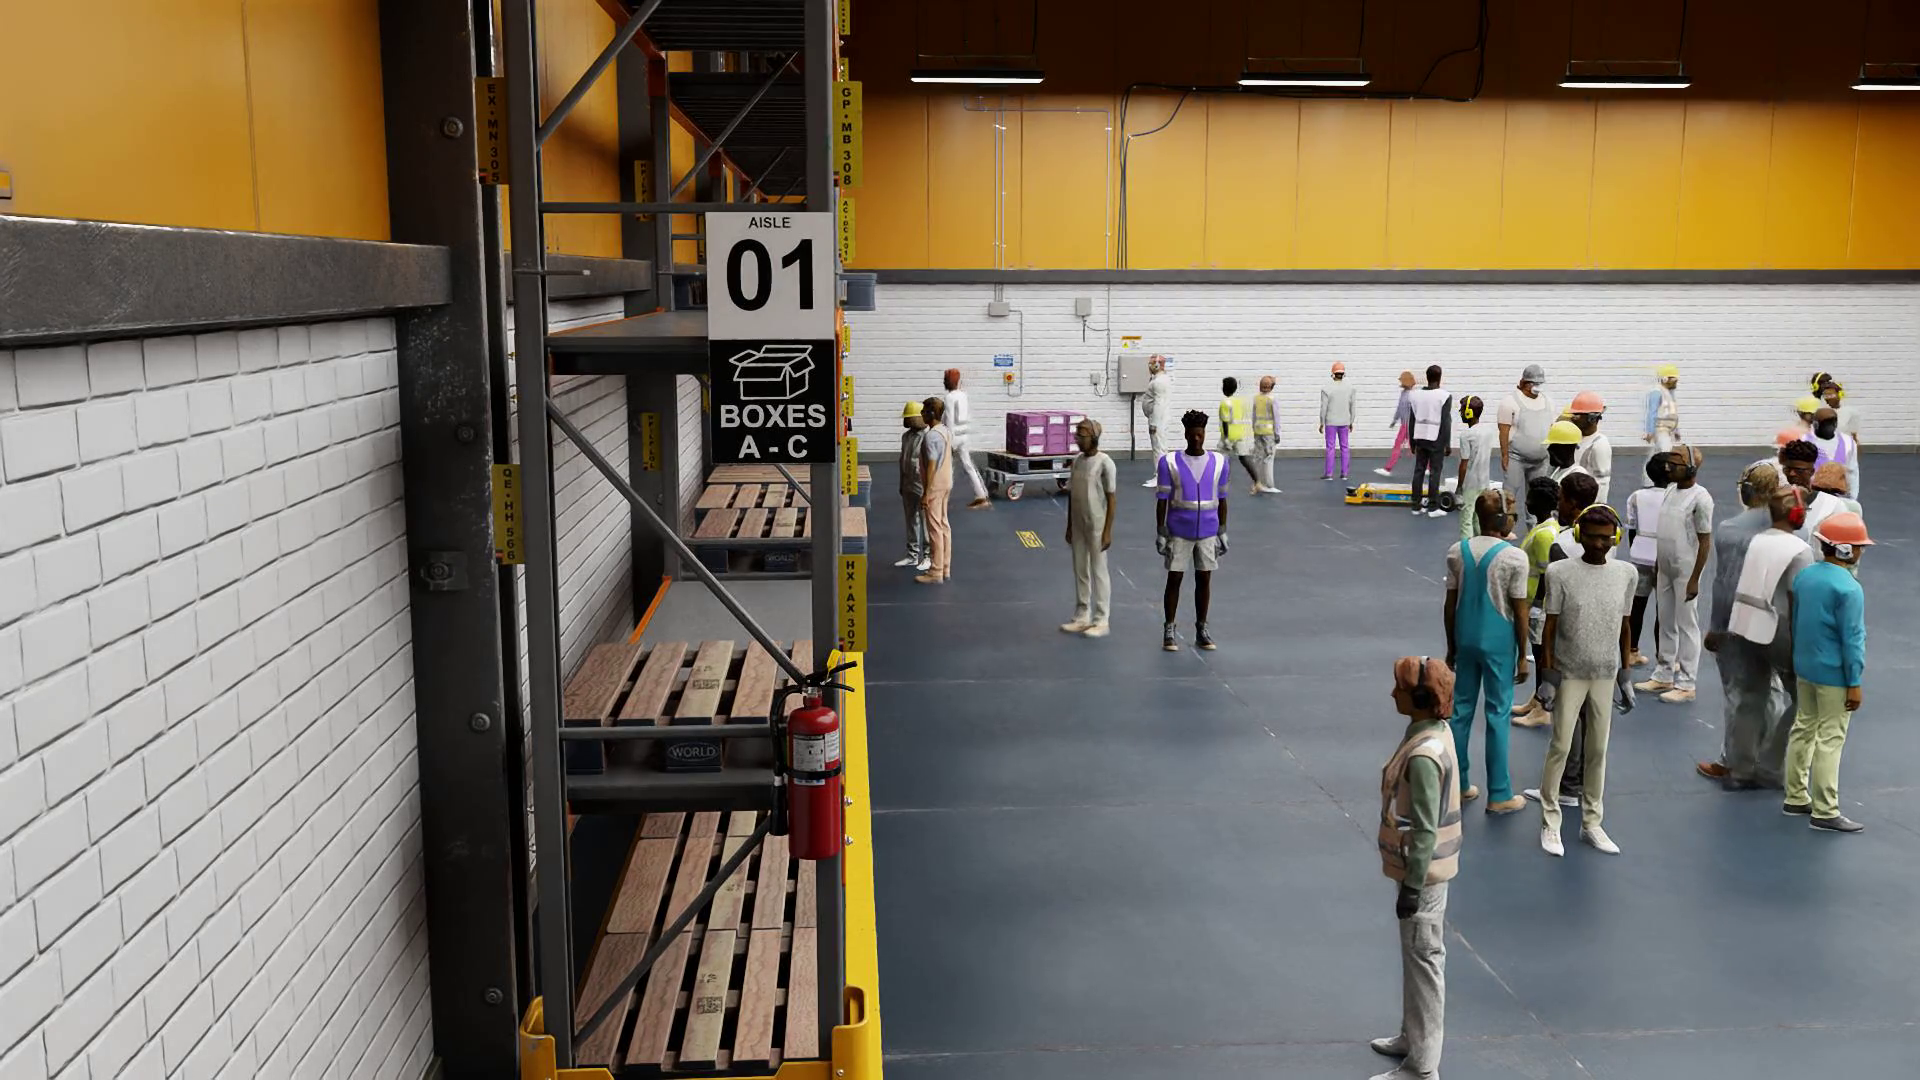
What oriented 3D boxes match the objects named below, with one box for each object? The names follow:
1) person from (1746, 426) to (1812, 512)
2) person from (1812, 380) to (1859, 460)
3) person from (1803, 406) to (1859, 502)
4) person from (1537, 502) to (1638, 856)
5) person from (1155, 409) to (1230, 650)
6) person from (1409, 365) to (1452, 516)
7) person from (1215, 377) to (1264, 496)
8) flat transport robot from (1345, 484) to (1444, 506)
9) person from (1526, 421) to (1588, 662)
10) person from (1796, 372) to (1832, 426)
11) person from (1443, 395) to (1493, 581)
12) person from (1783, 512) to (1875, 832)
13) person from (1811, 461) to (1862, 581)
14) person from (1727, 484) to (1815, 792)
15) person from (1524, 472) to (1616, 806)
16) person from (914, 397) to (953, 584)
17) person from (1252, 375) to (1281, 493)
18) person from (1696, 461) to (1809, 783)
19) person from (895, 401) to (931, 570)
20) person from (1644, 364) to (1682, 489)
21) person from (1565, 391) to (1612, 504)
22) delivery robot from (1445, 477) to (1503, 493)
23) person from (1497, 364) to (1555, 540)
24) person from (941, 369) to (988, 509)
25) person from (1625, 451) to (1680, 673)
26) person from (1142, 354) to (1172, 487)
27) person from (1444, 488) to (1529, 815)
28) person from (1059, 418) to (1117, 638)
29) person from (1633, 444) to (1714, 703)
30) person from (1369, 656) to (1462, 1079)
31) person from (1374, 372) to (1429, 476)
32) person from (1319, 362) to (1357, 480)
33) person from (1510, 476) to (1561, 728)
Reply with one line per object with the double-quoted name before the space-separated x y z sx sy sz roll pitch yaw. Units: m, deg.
"person" 7.208 -0.170 14.777 0.569 1.724 0.691 -2 9 -12
"person" 9.985 -0.902 19.026 0.518 1.843 0.447 9 13 44
"person" 8.278 -0.407 16.045 0.615 1.799 0.951 0 9 0
"person" 3.284 0.727 8.708 0.513 1.865 0.328 -1 9 -4
"person" 1.880 -0.080 13.450 0.614 1.963 0.362 -1 9 -7
"person" 5.922 -1.253 20.992 0.405 1.913 0.602 -8 12 -39
"person" 3.808 -1.406 22.879 0.908 1.667 0.536 9 13 44
"flat transport robot" 5.864 -0.610 22.083 1.431 0.197 0.652 3 9 16
"person" 4.608 0.049 12.762 0.366 1.926 0.594 1 9 4
"person" 10.636 -1.190 20.831 0.545 1.833 0.465 -8 12 -40
"person" 5.033 -0.491 16.380 0.509 1.860 0.333 -8 12 -40
"person" 4.788 0.712 9.141 0.330 1.751 0.563 -1 9 -4
"person" 6.566 0.213 12.655 0.503 1.633 0.280 7 11 36
"person" 4.762 0.587 9.690 0.514 1.824 0.602 -2 9 -10
"person" 3.532 0.566 9.547 0.597 1.917 0.378 -9 13 -44
"person" -0.254 -0.488 16.393 0.345 1.846 0.507 3 10 19
"person" 4.274 -1.472 23.220 0.306 1.639 0.523 -6 11 -32
"person" 4.721 0.494 9.935 0.632 1.940 0.372 -3 10 -21
"person" -0.460 -0.563 17.185 0.318 1.741 0.492 -9 13 -44
"person" 9.777 -1.499 22.845 0.759 1.804 0.627 9 13 44
"person" 5.353 -0.256 14.318 0.373 2.042 0.614 0 9 1
"delivery robot" 6.554 -0.658 21.204 0.477 0.478 0.707 -7 11 -38
"person" 6.518 -1.011 19.066 0.683 2.000 0.536 -2 9 -13
"person" -0.048 -1.308 21.596 0.997 1.838 0.594 5 10 29
"person" 5.337 0.168 12.730 0.318 1.700 0.535 -5 11 -31
"person" 2.815 -1.712 23.873 0.407 1.913 0.639 3 9 16
"person" 2.977 0.627 9.407 0.348 1.842 0.505 -8 12 -41
"person" 1.085 -0.102 13.972 0.326 1.843 0.515 -8 12 -40
"person" 5.112 0.236 11.850 0.346 1.846 0.507 -2 9 -12
"person" 1.712 1.235 6.220 0.307 1.640 0.521 3 9 16
"person" 6.729 -1.749 25.129 0.872 1.586 0.502 1 9 4
"person" 5.591 -1.764 24.689 0.563 1.752 0.329 -2 9 -12
"person" 3.896 0.414 11.194 0.319 1.696 0.532 3 9 17
